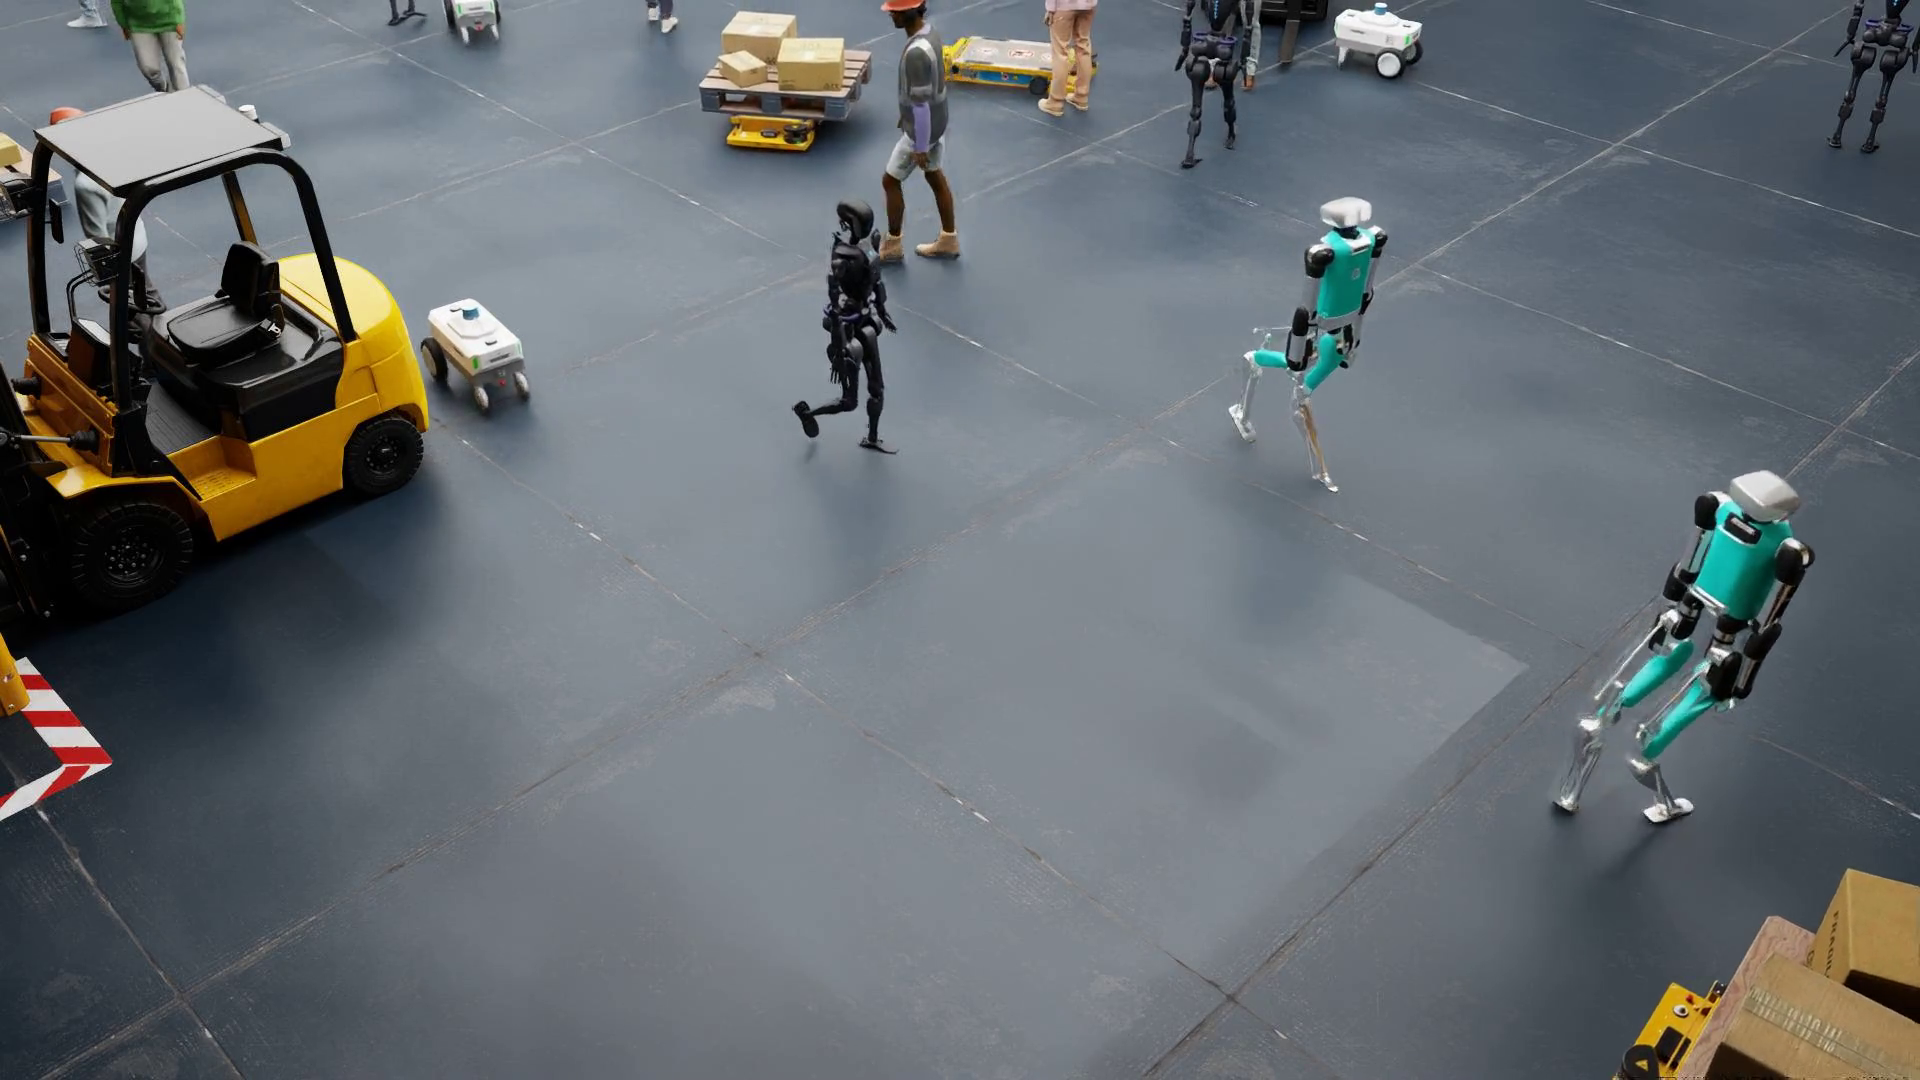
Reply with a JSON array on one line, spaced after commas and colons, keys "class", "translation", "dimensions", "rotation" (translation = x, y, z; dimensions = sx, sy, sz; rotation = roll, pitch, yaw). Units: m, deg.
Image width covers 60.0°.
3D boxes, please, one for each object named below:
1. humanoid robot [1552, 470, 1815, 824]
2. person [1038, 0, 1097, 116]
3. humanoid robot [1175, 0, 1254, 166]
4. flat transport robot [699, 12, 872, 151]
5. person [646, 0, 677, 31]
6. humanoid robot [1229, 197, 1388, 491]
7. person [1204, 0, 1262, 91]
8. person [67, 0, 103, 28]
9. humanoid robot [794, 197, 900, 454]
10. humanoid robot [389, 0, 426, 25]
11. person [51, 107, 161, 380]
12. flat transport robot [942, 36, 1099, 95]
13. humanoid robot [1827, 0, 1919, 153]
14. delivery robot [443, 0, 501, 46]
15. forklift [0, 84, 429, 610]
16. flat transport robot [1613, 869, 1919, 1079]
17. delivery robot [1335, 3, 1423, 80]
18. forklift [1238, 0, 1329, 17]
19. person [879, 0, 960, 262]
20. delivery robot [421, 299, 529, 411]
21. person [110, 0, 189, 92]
[{"class": "humanoid robot", "translation": [2.966, 0.575, 7.037], "dimensions": [0.828, 1.814, 0.531], "rotation": [-17, 40, -22]}, {"class": "person", "translation": [0.926, -4.347, 13.560], "dimensions": [0.531, 1.776, 0.414], "rotation": [-23, 43, -28]}, {"class": "humanoid robot", "translation": [1.958, -3.757, 12.888], "dimensions": [0.589, 1.629, 0.704], "rotation": [12, 38, 16]}, {"class": "flat transport robot", "translation": [-1.419, -3.613, 13.833], "dimensions": [0.659, 0.231, 1.431], "rotation": [6, 37, 8]}, {"class": "person", "translation": [-2.772, -5.645, 15.232], "dimensions": [0.825, 1.847, 0.659], "rotation": [3, 37, 4]}, {"class": "humanoid robot", "translation": [1.877, -1.185, 9.403], "dimensions": [0.535, 1.786, 1.016], "rotation": [-22, 42, -27]}, {"class": "person", "translation": [2.342, -4.739, 13.966], "dimensions": [0.637, 1.923, 0.407], "rotation": [16, 40, 20]}, {"class": "person", "translation": [-8.109, -5.633, 15.175], "dimensions": [0.532, 1.899, 0.607], "rotation": [-3, 37, -4]}, {"class": "humanoid robot", "translation": [-0.649, -1.235, 9.493], "dimensions": [0.590, 1.636, 0.615], "rotation": [16, 40, 20]}, {"class": "humanoid robot", "translation": [-5.281, -5.617, 15.347], "dimensions": [0.613, 1.642, 0.389], "rotation": [15, 39, 19]}, {"class": "person", "translation": [-5.184, -1.813, 10.196], "dimensions": [0.352, 1.737, 0.575], "rotation": [-3, 37, -4]}, {"class": "flat transport robot", "translation": [0.450, -4.154, 14.557], "dimensions": [1.431, 0.231, 0.659], "rotation": [9, 38, 12]}, {"class": "humanoid robot", "translation": [7.208, -3.882, 13.008], "dimensions": [0.599, 1.653, 0.315], "rotation": [19, 41, 24]}, {"class": "delivery robot", "translation": [-4.503, -4.941, 15.365], "dimensions": [0.499, 0.587, 0.781], "rotation": [-12, 39, -16]}, {"class": "forklift", "translation": [-4.145, -1.093, 8.856], "dimensions": [2.313, 2.155, 1.214], "rotation": [-31, 47, -34]}, {"class": "flat transport robot", "translation": [3.188, 2.181, 6.077], "dimensions": [1.431, 0.231, 0.659], "rotation": [27, 44, 31]}, {"class": "delivery robot", "translation": [3.688, -4.426, 14.676], "dimensions": [0.751, 0.587, 0.522], "rotation": [21, 42, 26]}, {"class": "forklift", "translation": [3.106, -6.400, 15.960], "dimensions": [1.214, 2.155, 2.313], "rotation": [8, 37, 10]}, {"class": "person", "translation": [-0.387, -2.824, 11.319], "dimensions": [0.834, 2.009, 0.623], "rotation": [5, 37, 7]}, {"class": "delivery robot", "translation": [-3.013, -1.217, 10.358], "dimensions": [0.499, 0.560, 0.734], "rotation": [-25, 43, -29]}, {"class": "person", "translation": [-6.491, -4.187, 13.357], "dimensions": [0.542, 1.765, 0.478], "rotation": [-9, 38, -12]}]
